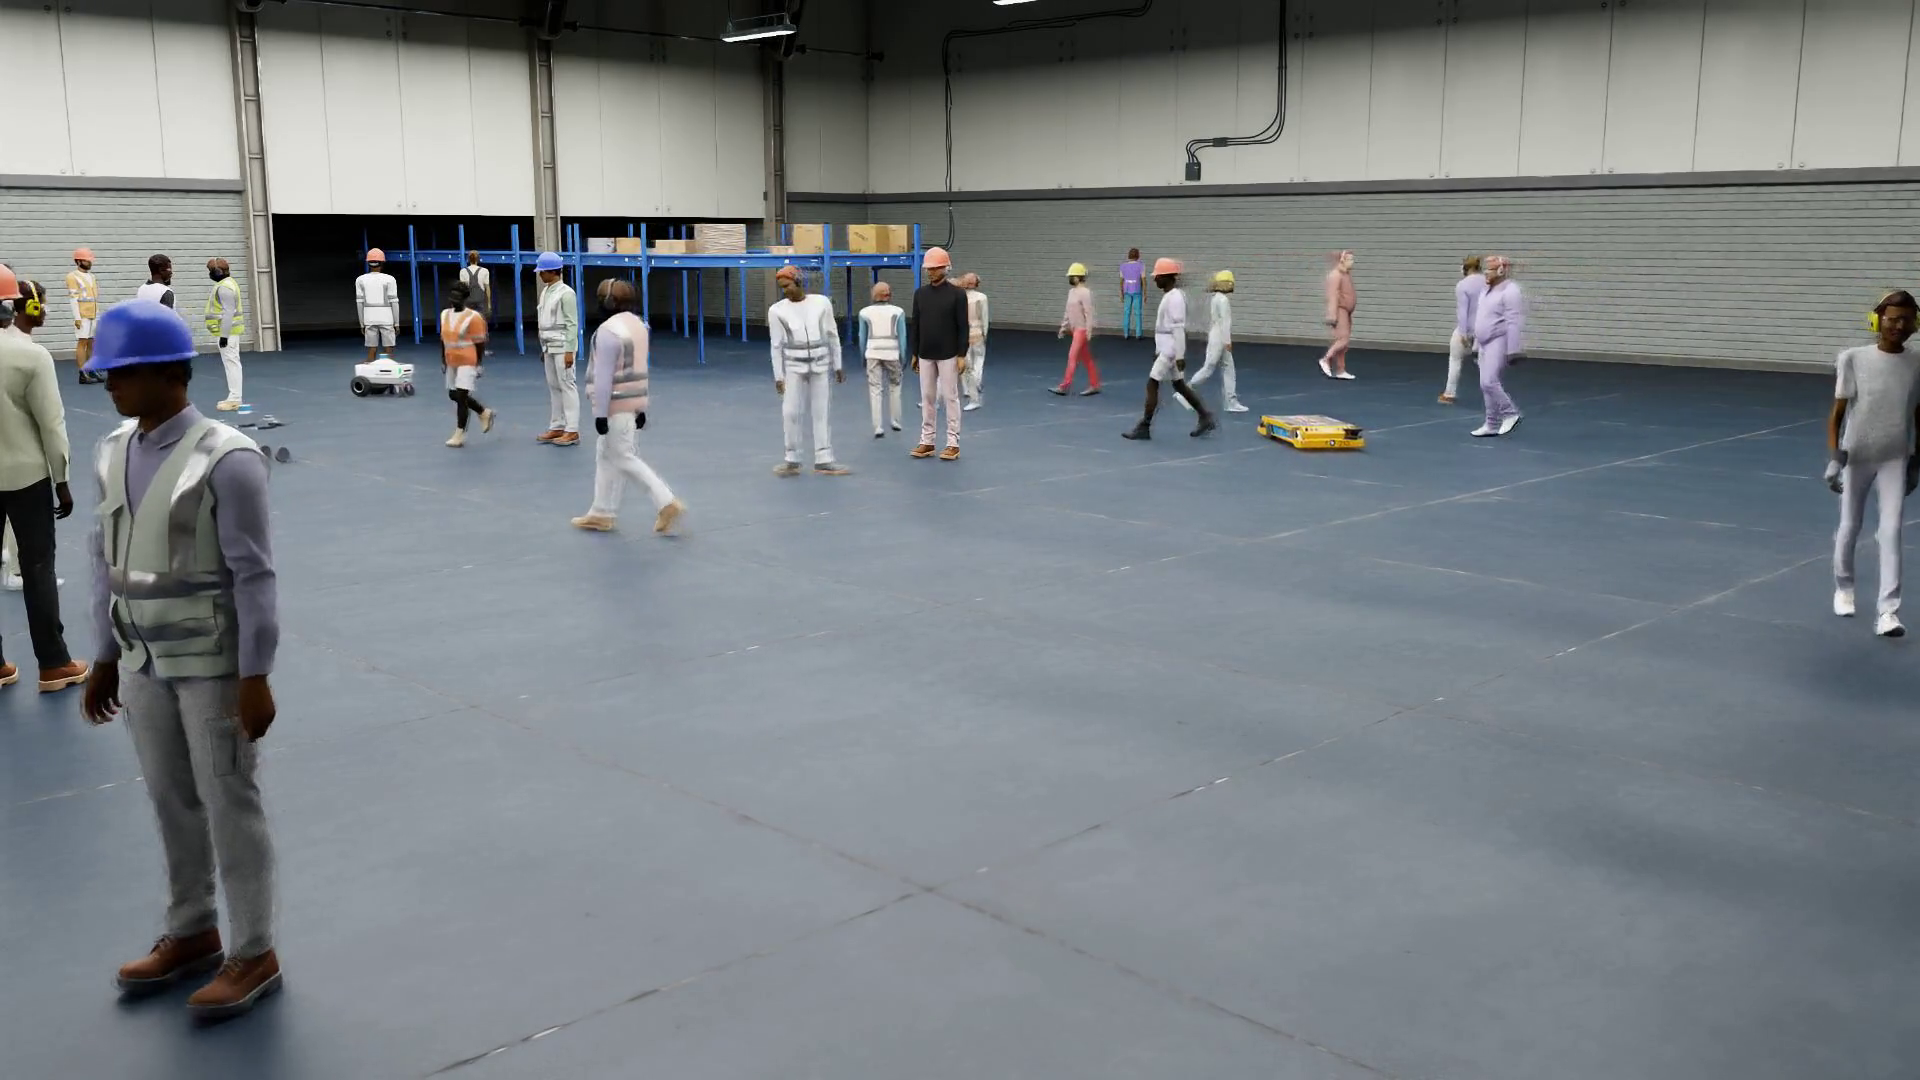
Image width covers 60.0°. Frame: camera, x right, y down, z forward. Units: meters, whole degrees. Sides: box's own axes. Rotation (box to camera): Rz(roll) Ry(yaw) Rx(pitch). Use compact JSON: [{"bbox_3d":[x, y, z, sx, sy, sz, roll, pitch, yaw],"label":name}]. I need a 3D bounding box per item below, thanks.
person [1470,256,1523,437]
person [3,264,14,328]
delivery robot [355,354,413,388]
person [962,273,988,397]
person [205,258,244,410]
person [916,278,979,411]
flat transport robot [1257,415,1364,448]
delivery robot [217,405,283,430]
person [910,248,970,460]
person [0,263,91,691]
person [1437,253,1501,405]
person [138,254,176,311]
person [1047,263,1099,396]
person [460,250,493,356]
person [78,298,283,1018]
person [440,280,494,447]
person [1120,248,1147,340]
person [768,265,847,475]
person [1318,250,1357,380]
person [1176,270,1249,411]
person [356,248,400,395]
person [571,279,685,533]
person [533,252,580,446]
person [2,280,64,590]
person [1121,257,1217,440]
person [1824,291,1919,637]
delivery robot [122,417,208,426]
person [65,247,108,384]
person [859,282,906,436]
[{"bbox_3d":[5.588,-2.024,17.469,0.414,1.895,0.644,-2,11,-8],"label":"person"},{"bbox_3d":[-15.117,-3.564,26.483,0.324,1.671,0.668,-4,11,-21],"label":"person"},{"bbox_3d":[-7.652,-2.230,22.105,0.707,0.478,0.477,2,11,13],"label":"delivery robot"},{"bbox_3d":[0.141,-2.703,21.913,0.511,1.624,0.377,3,11,15],"label":"person"},{"bbox_3d":[-8.962,-2.512,20.287,0.429,1.838,0.621,-4,11,-19],"label":"person"},{"bbox_3d":[-0.101,-2.324,19.913,0.856,1.591,0.525,-8,13,-37],"label":"person"},{"bbox_3d":[3.596,-1.131,17.142,0.652,0.197,1.431,-1,10,-7],"label":"flat transport robot"},{"bbox_3d":[-6.654,-1.141,15.454,0.335,0.223,0.698,6,12,31],"label":"delivery robot"},{"bbox_3d":[-0.213,-1.766,15.788,0.626,1.991,0.393,6,12,32],"label":"person"},{"bbox_3d":[-4.428,-0.286,7.715,0.613,1.994,0.382,-1,10,-3],"label":"person"},{"bbox_3d":[6.395,-2.603,20.631,0.630,1.904,0.974,-6,12,-28],"label":"person"},{"bbox_3d":[-8.430,-2.044,17.533,0.588,1.914,0.377,8,13,38],"label":"person"},{"bbox_3d":[1.492,-2.754,21.870,0.878,1.730,0.523,-3,11,-18],"label":"person"},{"bbox_3d":[-8.527,-4.171,29.305,0.506,1.847,0.350,-2,11,-9],"label":"person"},{"bbox_3d":[-2.133,0.317,4.569,0.635,1.939,0.421,6,12,28],"label":"person"},{"bbox_3d":[-4.980,-1.807,16.863,0.529,1.668,0.647,6,12,28],"label":"person"},{"bbox_3d":[3.527,-5.014,33.890,0.565,1.849,0.390,5,11,23],"label":"person"},{"bbox_3d":[-1.328,-1.491,14.690,0.699,1.858,0.347,-3,11,-14],"label":"person"},{"bbox_3d":[5.601,-3.298,24.403,0.453,1.892,0.670,5,12,27],"label":"person"},{"bbox_3d":[3.052,-2.405,20.062,0.839,1.701,0.499,1,10,5],"label":"person"},{"bbox_3d":[-7.758,-2.920,22.237,0.548,1.935,0.362,-1,10,-3],"label":"person"},{"bbox_3d":[-2.380,-0.949,11.838,0.861,1.812,0.632,2,11,9],"label":"person"},{"bbox_3d":[-4.088,-1.940,16.876,0.402,1.941,0.602,-9,13,-39],"label":"person"},{"bbox_3d":[-5.662,-0.640,10.062,0.428,1.845,0.579,-7,13,-35],"label":"person"},{"bbox_3d":[2.233,-1.999,17.351,0.987,1.894,0.548,1,10,4],"label":"person"},{"bbox_3d":[4.943,-0.426,8.973,0.517,1.817,0.994,4,11,21],"label":"person"},{"bbox_3d":[-7.417,-1.028,15.548,0.707,0.478,0.477,-1,11,-7],"label":"delivery robot"},{"bbox_3d":[-12.547,-3.229,23.913,0.353,1.941,0.543,1,10,5],"label":"person"},{"bbox_3d":[-0.818,-1.927,17.715,0.513,1.608,0.711,1,10,3],"label":"person"}]
